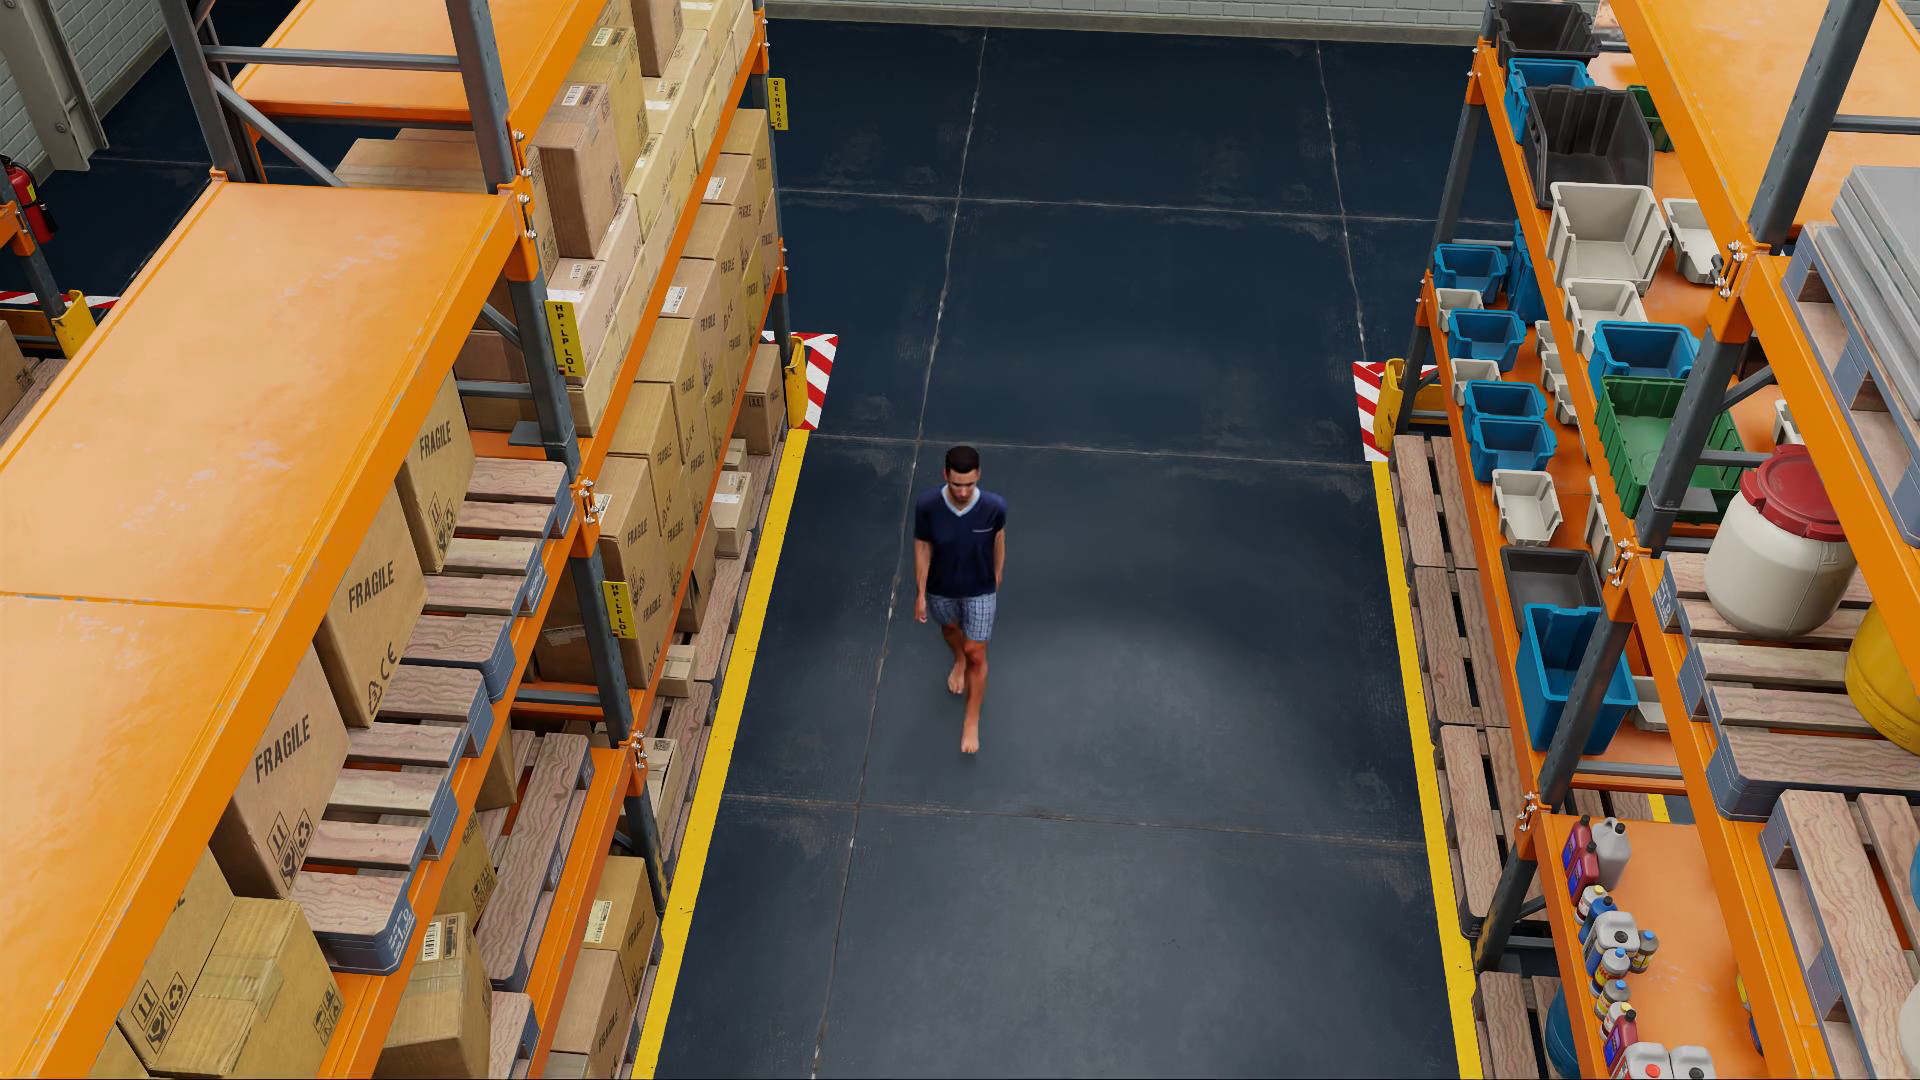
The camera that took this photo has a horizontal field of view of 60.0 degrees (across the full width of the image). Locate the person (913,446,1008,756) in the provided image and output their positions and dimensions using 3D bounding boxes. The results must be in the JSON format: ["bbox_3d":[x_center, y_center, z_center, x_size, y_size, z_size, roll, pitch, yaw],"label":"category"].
[{"bbox_3d":[0.000,0.154,8.716,0.631,1.813,0.992,6,43,6],"label":"person"}]
